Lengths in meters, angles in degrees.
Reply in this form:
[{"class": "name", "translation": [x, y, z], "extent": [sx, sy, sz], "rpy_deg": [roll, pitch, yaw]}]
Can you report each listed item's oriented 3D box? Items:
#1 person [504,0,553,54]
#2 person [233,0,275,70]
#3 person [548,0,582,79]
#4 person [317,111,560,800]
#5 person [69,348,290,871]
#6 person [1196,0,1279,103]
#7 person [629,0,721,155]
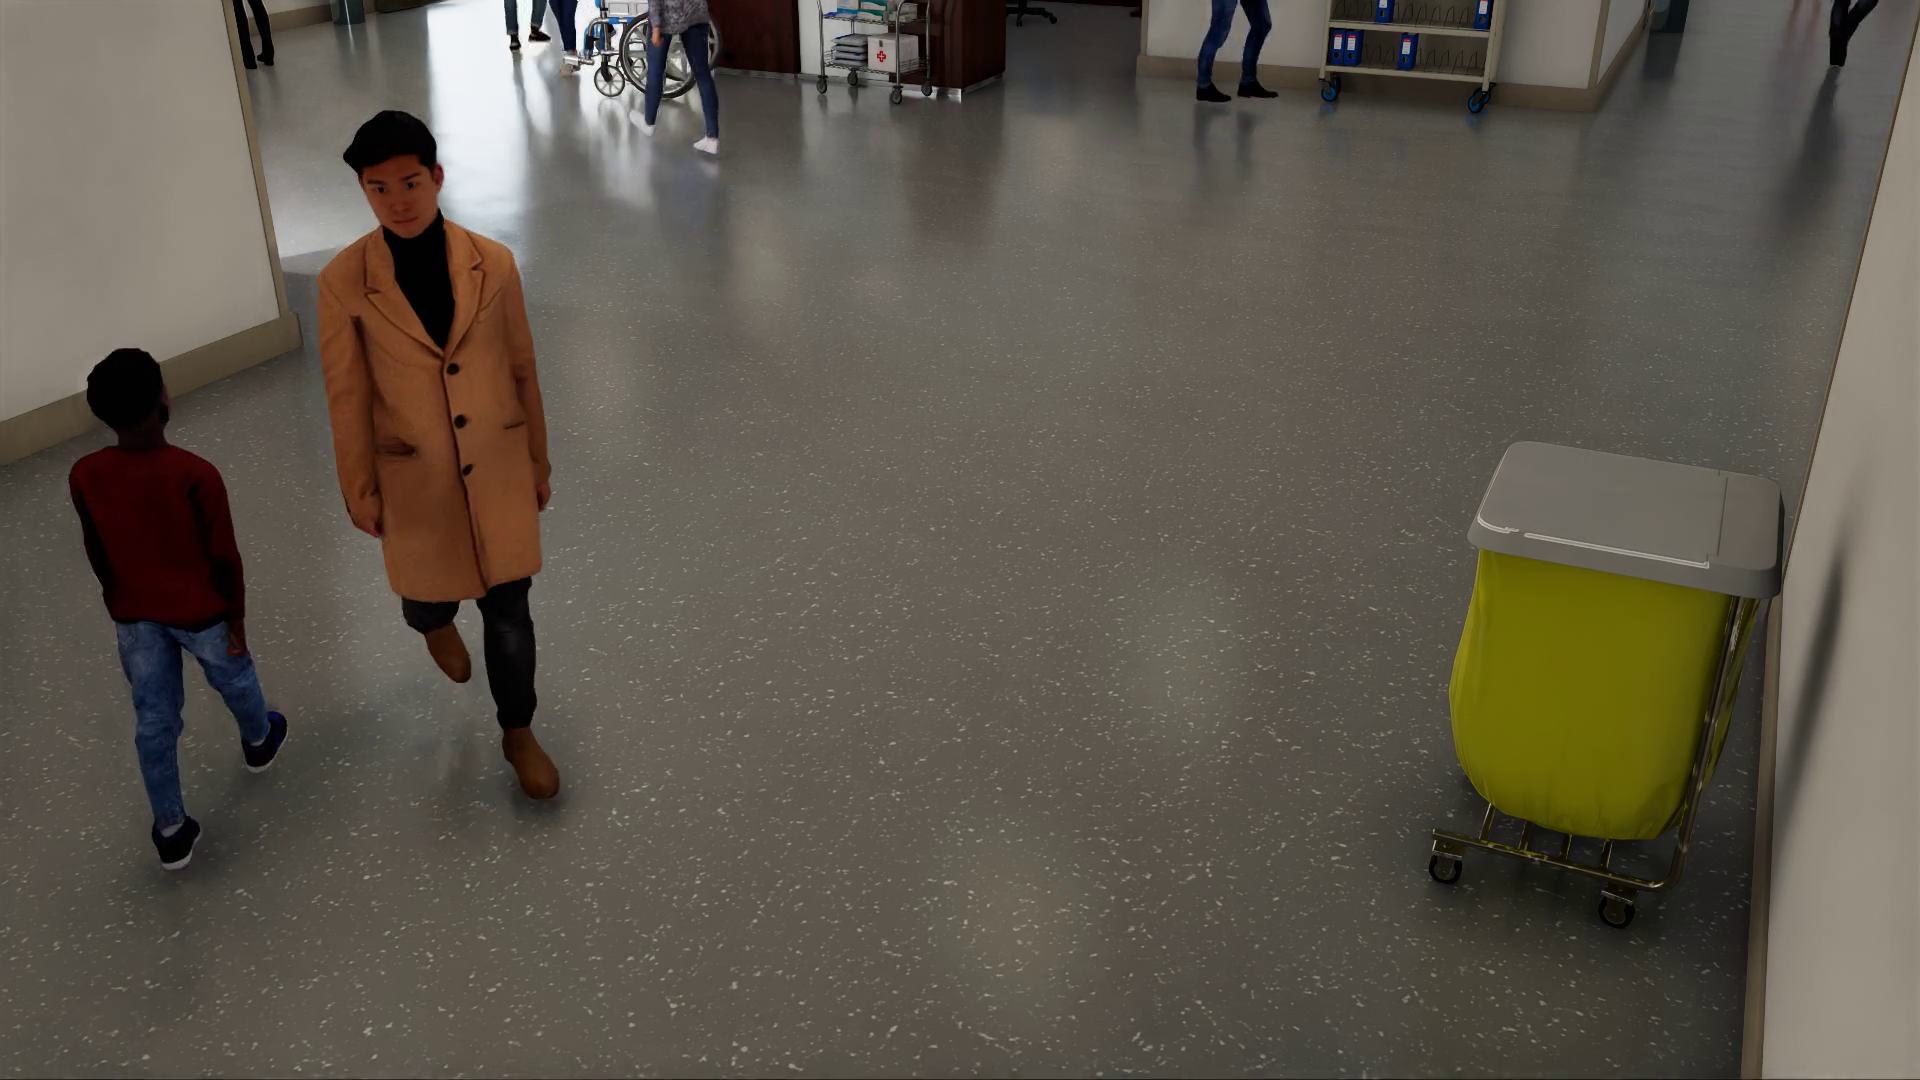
[{"class": "person", "translation": [-3.761, -5.073, 14.149], "extent": [0.898, 1.790, 0.999], "rpy_deg": [1, 26, 1]}, {"class": "person", "translation": [-5.897, -4.775, 13.517], "extent": [0.640, 1.804, 0.672], "rpy_deg": [16, 30, 30]}, {"class": "person", "translation": [-3.143, -4.457, 13.254], "extent": [0.765, 1.459, 0.752], "rpy_deg": [5, 26, 11]}, {"class": "person", "translation": [-1.284, -0.211, 4.121], "extent": [0.987, 1.701, 1.084], "rpy_deg": [-13, 29, -25]}, {"class": "person", "translation": [-1.861, 0.188, 3.891], "extent": [0.873, 1.224, 0.872], "rpy_deg": [-5, 26, -11]}, {"class": "person", "translation": [1.921, -4.129, 12.113], "extent": [0.889, 1.860, 0.770], "rpy_deg": [19, 32, 34]}, {"class": "person", "translation": [-1.737, -3.291, 10.578], "extent": [0.966, 1.684, 1.231], "rpy_deg": [-20, 32, -35]}]
